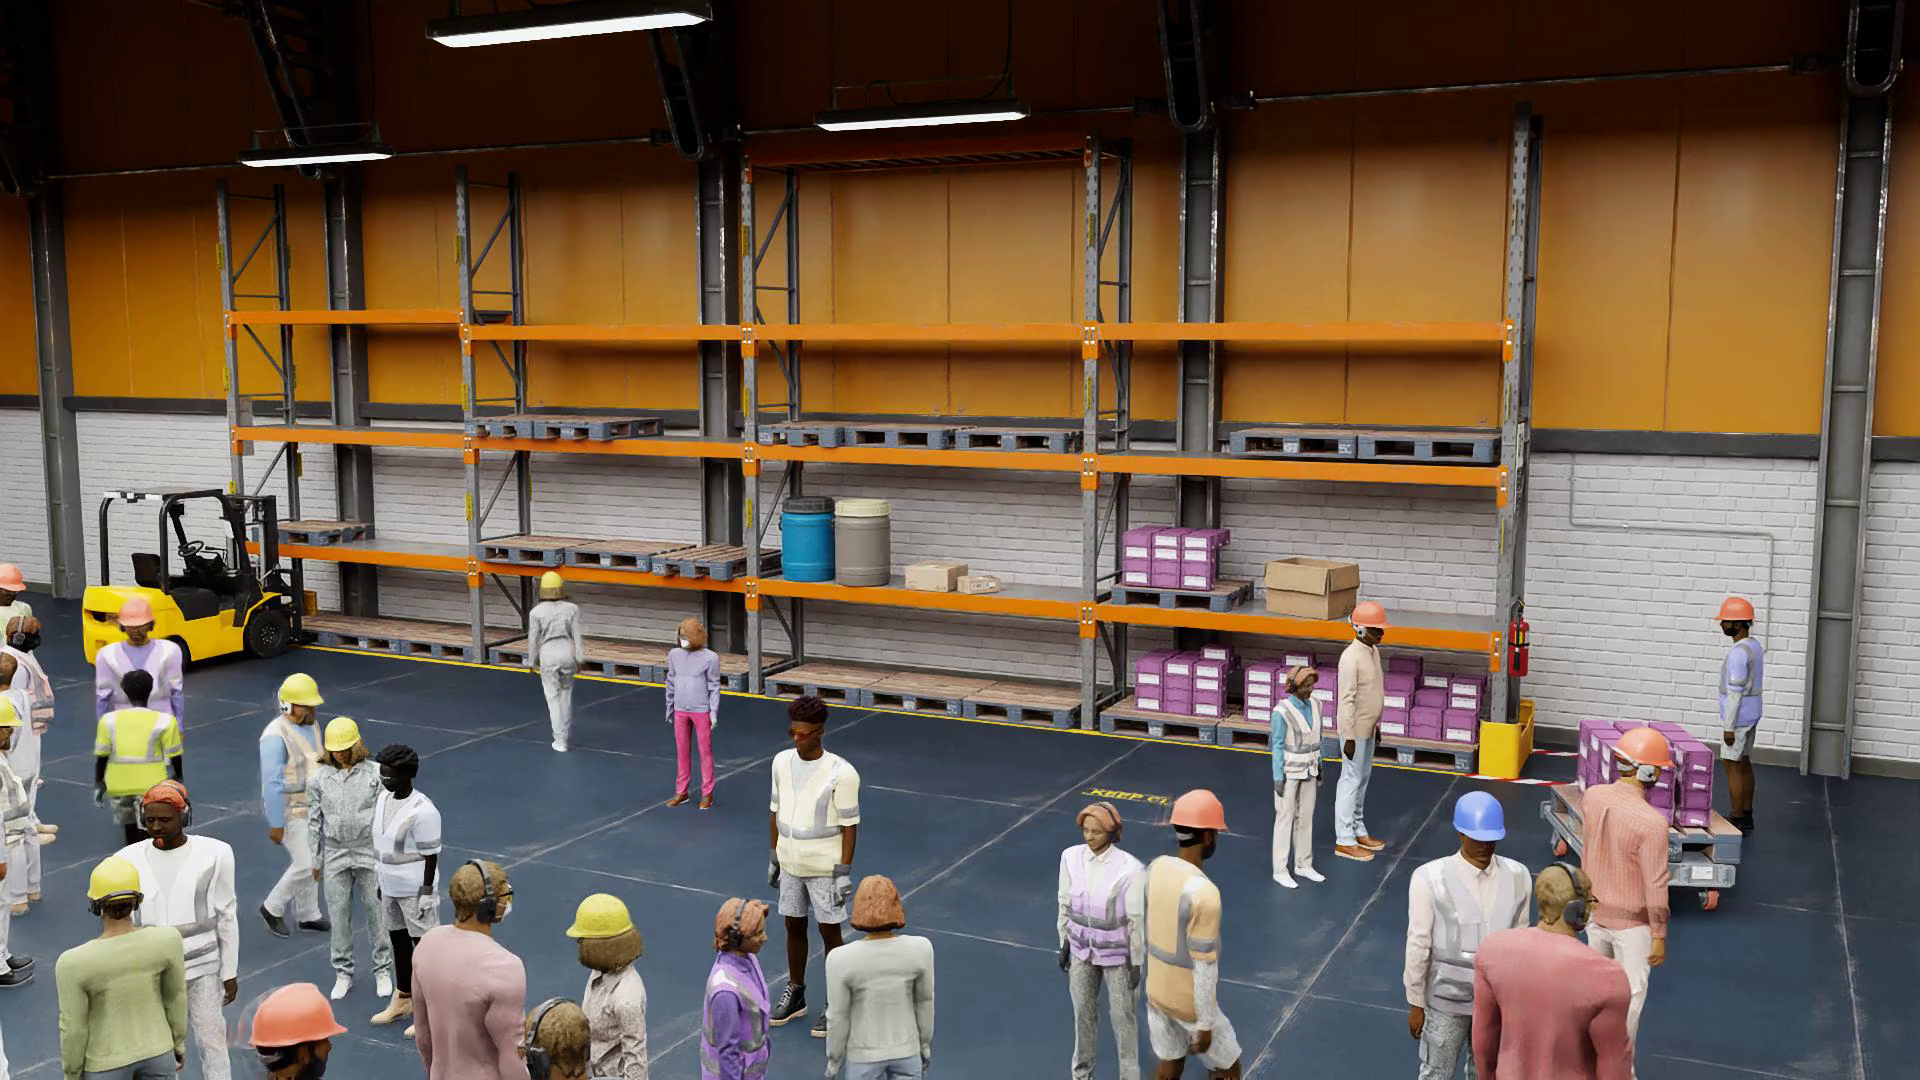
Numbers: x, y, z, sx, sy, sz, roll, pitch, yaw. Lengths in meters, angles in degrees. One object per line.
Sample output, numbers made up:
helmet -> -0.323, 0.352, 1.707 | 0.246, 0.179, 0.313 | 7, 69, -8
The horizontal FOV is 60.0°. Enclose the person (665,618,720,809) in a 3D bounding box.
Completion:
person -> -2.271, 1.465, 14.116 | 0.499, 1.633, 0.279 | 2, 7, 19

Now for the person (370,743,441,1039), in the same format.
person -> -3.177, 1.991, 9.535 | 0.532, 1.693, 0.319 | 5, 9, 37

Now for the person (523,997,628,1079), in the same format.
person -> -1.234, 2.394, 5.267 | 0.383, 1.928, 0.636 | 4, 8, 29

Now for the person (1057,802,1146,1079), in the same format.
person -> 0.732, 2.141, 8.565 | 0.509, 1.629, 0.318 | 5, 8, 35

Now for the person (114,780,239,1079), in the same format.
person -> -3.788, 2.081, 8.060 | 0.568, 1.878, 0.351 | -1, 7, -9

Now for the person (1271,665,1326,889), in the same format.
person -> 2.452, 1.709, 12.116 | 0.524, 1.631, 0.320 | -5, 9, -38

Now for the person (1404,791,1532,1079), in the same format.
person -> 2.338, 2.094, 7.630 | 0.615, 1.945, 0.400 | -1, 7, -11

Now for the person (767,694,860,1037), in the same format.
person -> -0.863, 1.851, 9.563 | 0.602, 1.967, 0.368 | 4, 8, 31

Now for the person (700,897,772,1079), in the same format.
person -> -0.954, 2.316, 7.105 | 0.314, 1.631, 0.524 | 0, 7, 0

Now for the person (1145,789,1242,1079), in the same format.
person -> 1.102, 2.104, 7.742 | 0.558, 1.907, 0.538 | -4, 8, -28

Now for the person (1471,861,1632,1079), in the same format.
person -> 2.332, 2.227, 6.589 | 0.369, 1.936, 0.630 | -7, 10, -45

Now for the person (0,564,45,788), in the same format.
person -> -8.317, 1.214, 14.555 | 0.389, 2.034, 0.605 | 2, 7, 17

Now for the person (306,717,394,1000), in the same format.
person -> -3.675, 1.912, 10.039 | 0.489, 1.728, 0.323 | -2, 7, -15

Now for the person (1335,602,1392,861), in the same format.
person -> 3.095, 1.452, 12.785 | 0.406, 1.988, 0.613 | 4, 8, 31

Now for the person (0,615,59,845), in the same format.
person -> -7.356, 1.495, 13.089 | 0.429, 1.830, 0.635 | -4, 8, -28

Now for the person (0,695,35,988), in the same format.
person -> -5.931, 1.850, 10.212 | 0.403, 1.817, 0.601 | -5, 8, -34

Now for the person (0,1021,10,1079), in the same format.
person -> -3.873, 2.296, 6.242 | 0.575, 1.882, 0.355 | -3, 8, -24

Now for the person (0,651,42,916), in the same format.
person -> -6.599, 1.675, 11.514 | 0.340, 1.846, 0.513 | -1, 7, -6

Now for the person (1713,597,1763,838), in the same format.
person -> 6.218, 1.414, 13.352 | 0.384, 1.929, 0.551 | 6, 9, 40

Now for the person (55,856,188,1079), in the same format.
person -> -3.610, 2.238, 7.193 | 0.316, 1.769, 0.525 | 6, 9, 43

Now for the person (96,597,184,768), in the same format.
person -> -6.371, 1.419, 12.956 | 0.614, 2.019, 0.783 | -3, 8, -25

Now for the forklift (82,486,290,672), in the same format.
forklift -> -9.426, 0.454, 20.179 | 1.214, 2.155, 2.313 | 3, 8, 26

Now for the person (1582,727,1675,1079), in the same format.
person -> 3.489, 1.951, 8.700 | 0.408, 1.980, 0.626 | -2, 7, -17

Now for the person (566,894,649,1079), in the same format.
person -> -1.426, 2.295, 6.822 | 0.318, 1.741, 0.492 | -3, 8, -25

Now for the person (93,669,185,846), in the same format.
person -> -5.760, 1.728, 11.775 | 0.572, 1.680, 0.640 | -1, 7, -5

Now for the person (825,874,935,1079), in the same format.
person -> -0.352, 2.284, 7.355 | 0.499, 1.632, 0.285 | -2, 7, -18

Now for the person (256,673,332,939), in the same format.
person -> -4.359, 1.763, 10.980 | 0.446, 1.810, 0.678 | 0, 7, 1

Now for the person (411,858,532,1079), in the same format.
person -> -1.912, 2.218, 6.643 | 0.638, 1.938, 0.357 | 5, 9, 37

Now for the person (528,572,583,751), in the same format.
person -> -3.970, 1.161, 16.222 | 0.499, 1.716, 0.707 | -4, 8, -29

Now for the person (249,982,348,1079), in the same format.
person -> -2.166, 2.394, 5.446 | 0.967, 1.887, 0.546 | -2, 7, -20
